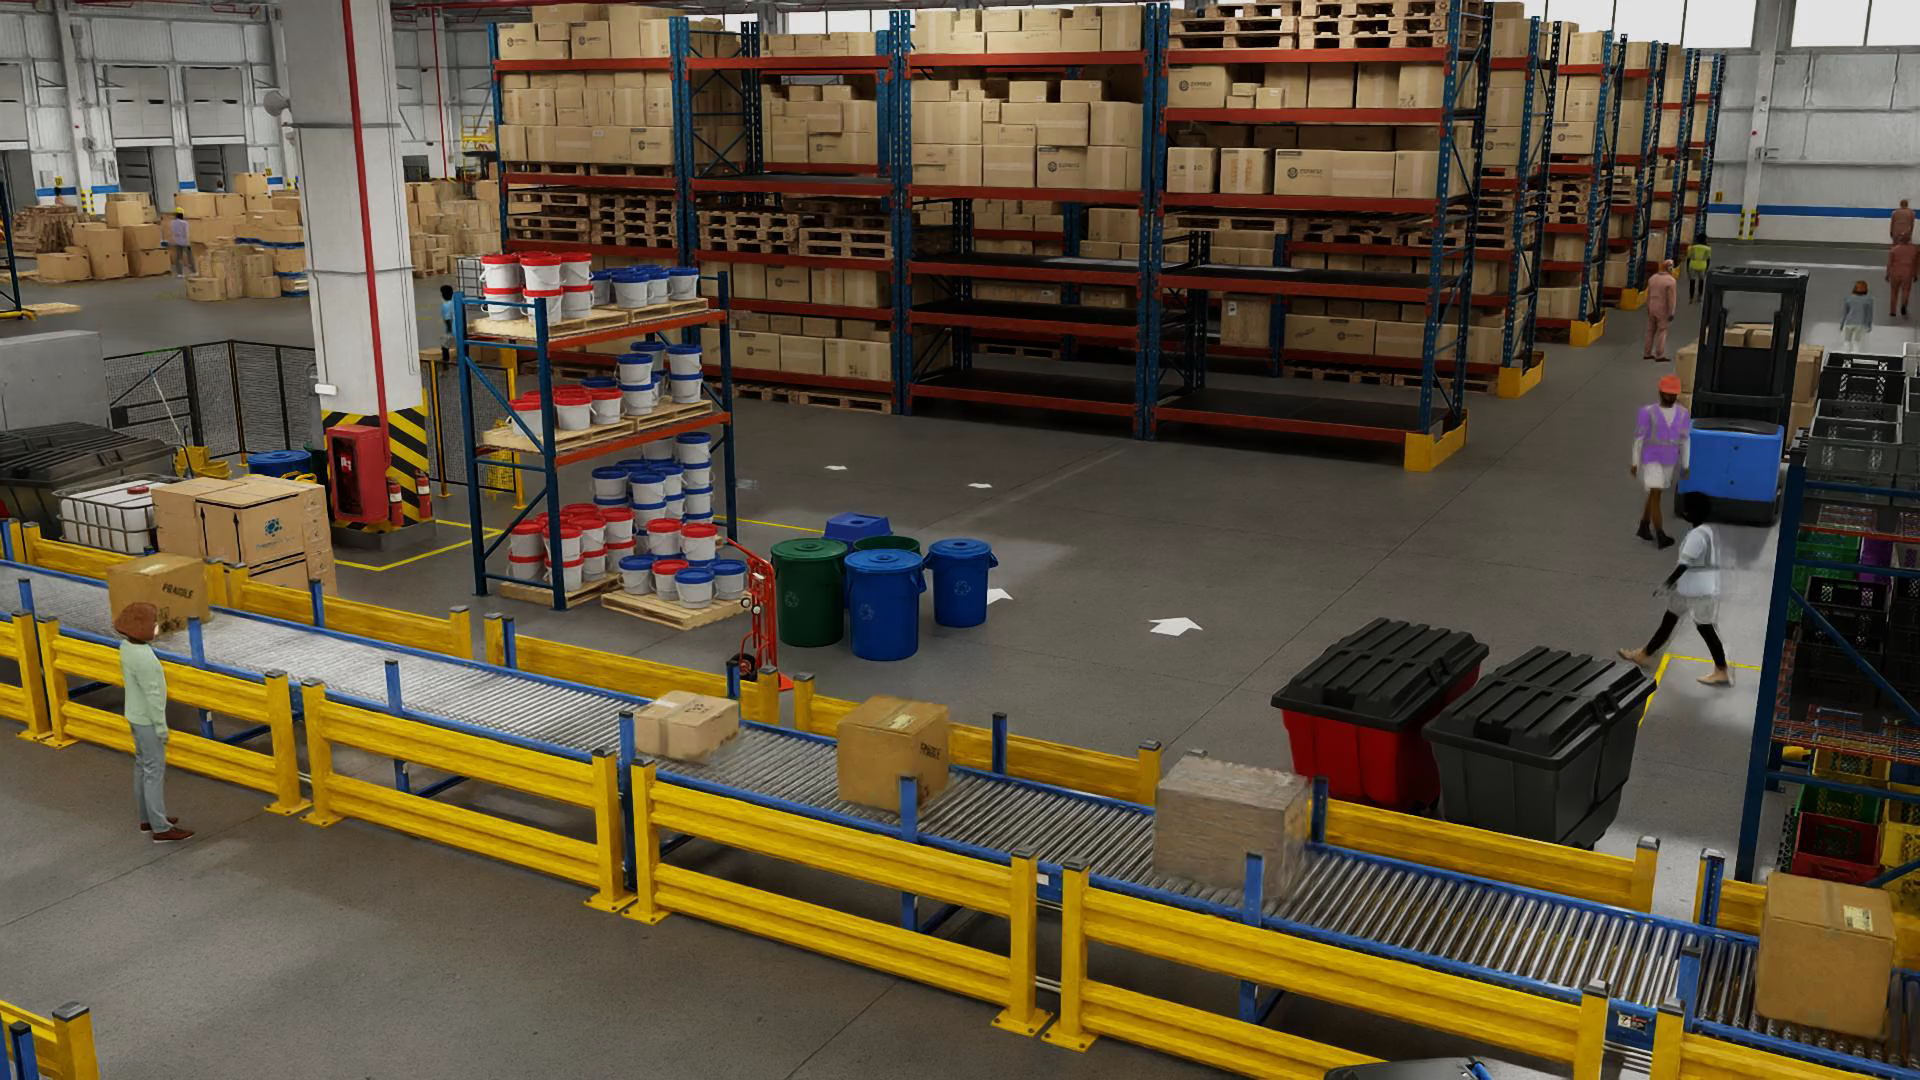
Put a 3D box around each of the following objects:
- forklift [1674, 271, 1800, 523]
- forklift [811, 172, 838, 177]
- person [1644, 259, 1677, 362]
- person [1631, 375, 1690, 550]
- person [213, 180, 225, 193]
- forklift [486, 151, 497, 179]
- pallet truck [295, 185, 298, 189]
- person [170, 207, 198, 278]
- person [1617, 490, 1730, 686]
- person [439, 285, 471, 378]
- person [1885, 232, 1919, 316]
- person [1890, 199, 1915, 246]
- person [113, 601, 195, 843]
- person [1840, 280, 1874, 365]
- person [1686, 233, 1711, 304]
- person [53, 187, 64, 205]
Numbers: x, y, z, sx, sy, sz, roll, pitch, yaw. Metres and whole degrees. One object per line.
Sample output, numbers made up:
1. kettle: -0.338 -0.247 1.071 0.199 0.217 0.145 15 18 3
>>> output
1. forklift: 9.269 -1.763 19.726 1.129 2.768 1.873 8 17 27
2. forklift: -4.464 -11.085 54.772 1.129 2.768 1.873 8 17 28
3. person: 13.142 -4.293 31.127 0.399 1.899 0.646 -6 16 -21
4. person: 7.714 -0.850 18.185 0.569 1.888 0.957 -1 15 -4
5. person: -26.717 -12.029 60.152 0.622 1.932 0.368 9 18 32
6. forklift: -17.910 -13.610 64.264 1.873 2.768 1.129 1 15 2
7. pallet truck: -26.804 -14.617 69.738 1.885 1.965 0.823 -14 20 -42
8. person: -21.352 -8.164 45.671 0.600 1.897 0.683 3 15 11
9. person: 6.106 0.392 13.984 0.910 1.635 0.538 6 16 21
10. person: -8.895 -3.633 29.107 0.622 1.653 0.549 5 16 18
11. person: 21.276 -6.011 37.585 0.666 1.890 0.439 7 16 23
12. person: 28.246 -9.273 49.898 0.639 1.875 0.872 9 17 31
13. person: -5.359 1.193 11.001 0.278 1.633 0.498 -13 19 -39
14. person: 16.266 -3.895 30.175 0.505 1.618 0.437 12 19 39
15. person: 17.772 -6.550 40.061 0.539 1.663 0.812 7 16 23
16. person: -32.610 -11.928 60.231 0.538 1.688 0.363 14 20 42
